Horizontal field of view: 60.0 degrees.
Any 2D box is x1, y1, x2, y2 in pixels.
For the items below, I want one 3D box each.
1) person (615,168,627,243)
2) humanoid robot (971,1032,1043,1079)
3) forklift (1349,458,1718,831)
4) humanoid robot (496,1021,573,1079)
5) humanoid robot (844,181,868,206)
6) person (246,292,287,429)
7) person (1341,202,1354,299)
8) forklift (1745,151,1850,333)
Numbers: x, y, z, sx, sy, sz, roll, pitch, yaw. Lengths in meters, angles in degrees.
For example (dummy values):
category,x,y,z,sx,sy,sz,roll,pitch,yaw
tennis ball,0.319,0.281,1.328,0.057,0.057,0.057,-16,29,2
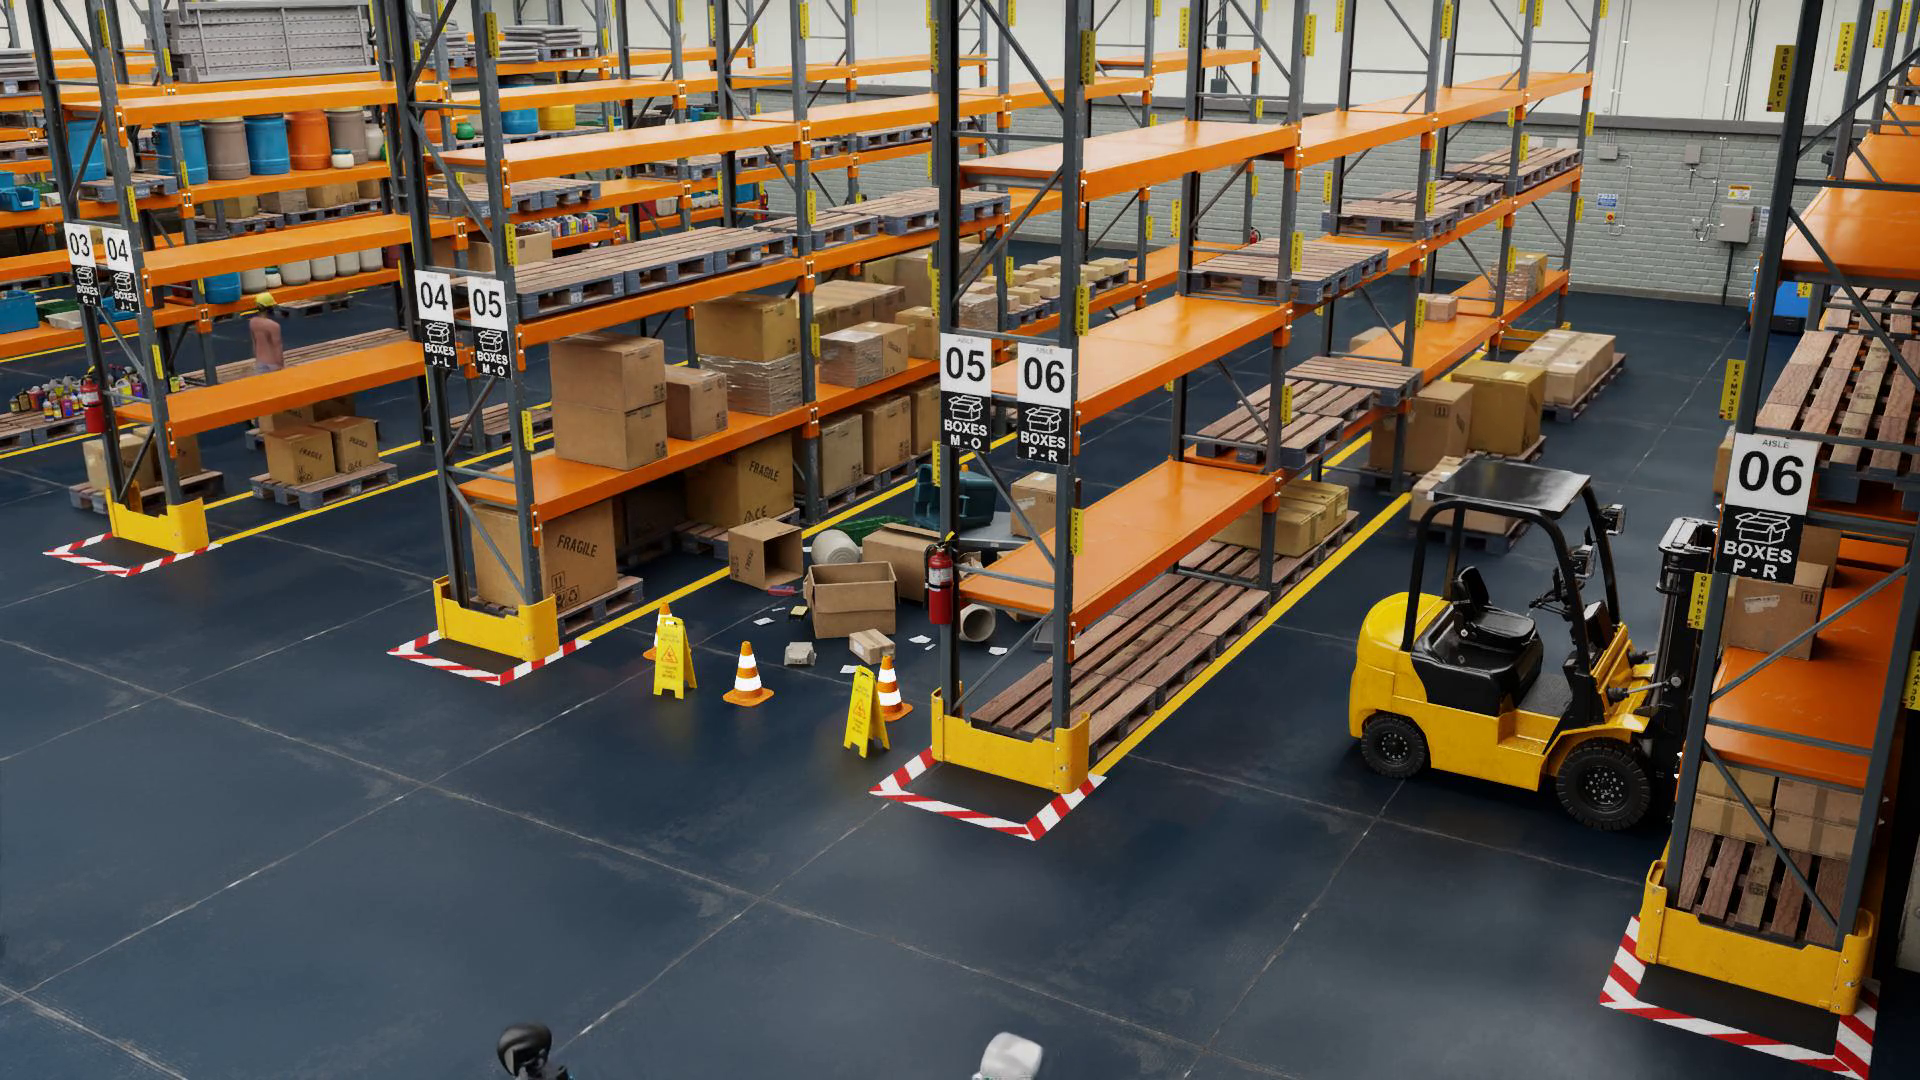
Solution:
category,x,y,z,sx,sy,sz,roll,pitch,yaw
person,-6.754,-6.498,33.079,0.532,1.777,0.611,9,21,25
humanoid robot,0.420,2.779,6.469,0.795,1.859,0.537,4,19,11
forklift,3.988,0.658,11.776,2.313,2.155,1.214,11,22,29
humanoid robot,-1.605,2.648,6.801,0.435,1.637,0.608,-6,20,-18
humanoid robot,-2.022,-6.157,32.351,0.609,1.656,0.751,-14,23,-34
person,-8.672,-2.233,20.802,0.528,1.739,0.683,9,21,25
person,6.673,-5.092,29.168,0.747,1.667,0.548,14,24,35
forklift,13.620,-4.667,26.137,1.873,2.768,1.129,11,22,29
